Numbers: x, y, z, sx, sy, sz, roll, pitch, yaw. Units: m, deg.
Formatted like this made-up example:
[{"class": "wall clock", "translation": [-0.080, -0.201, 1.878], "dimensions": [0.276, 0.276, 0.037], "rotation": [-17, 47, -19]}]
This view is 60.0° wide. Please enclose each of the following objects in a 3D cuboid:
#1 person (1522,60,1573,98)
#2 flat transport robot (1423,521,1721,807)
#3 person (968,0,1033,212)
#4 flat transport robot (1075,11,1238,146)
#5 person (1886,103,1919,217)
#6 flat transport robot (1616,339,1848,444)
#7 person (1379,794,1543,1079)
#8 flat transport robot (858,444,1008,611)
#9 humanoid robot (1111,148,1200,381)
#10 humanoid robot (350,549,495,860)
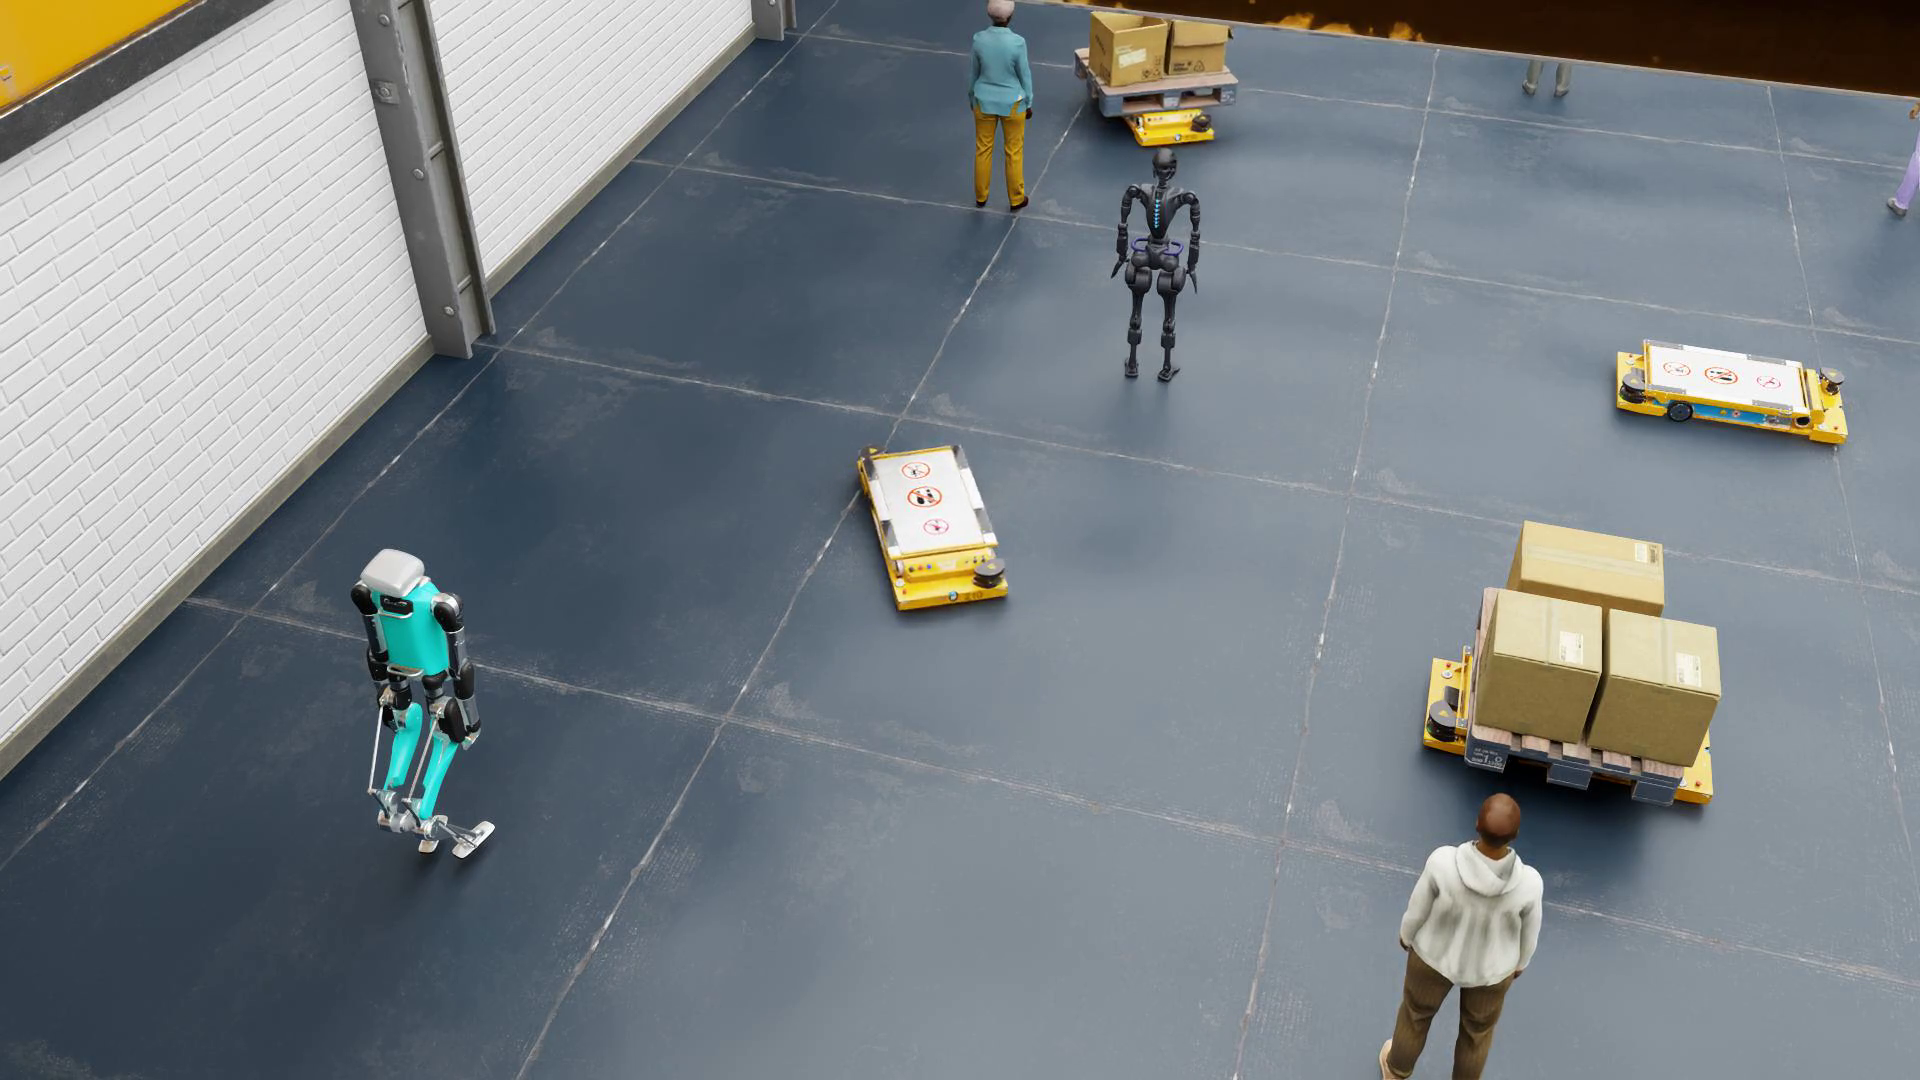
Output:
[{"class": "person", "translation": [5.370, -4.837, 14.763], "dimensions": [0.563, 1.846, 0.391], "rotation": [11, 40, 13]}, {"class": "flat transport robot", "translation": [3.216, 0.963, 8.806], "dimensions": [1.431, 0.231, 0.659], "rotation": [11, 40, 13]}, {"class": "person", "translation": [0.322, -3.426, 13.083], "dimensions": [0.520, 1.751, 0.342], "rotation": [11, 40, 13]}, {"class": "flat transport robot", "translation": [1.739, -3.934, 14.898], "dimensions": [0.659, 0.231, 1.431], "rotation": [-8, 39, -9]}, {"class": "person", "translation": [7.731, -3.362, 12.934], "dimensions": [0.563, 1.838, 0.391], "rotation": [11, 40, 13]}, {"class": "flat transport robot", "translation": [5.212, -1.013, 11.264], "dimensions": [1.431, 0.231, 0.659], "rotation": [11, 40, 13]}, {"class": "person", "translation": [2.022, 1.695, 6.703], "dimensions": [0.517, 1.765, 0.374], "rotation": [11, 40, 13]}, {"class": "flat transport robot", "translation": [-0.188, -0.128, 10.163], "dimensions": [0.659, 0.231, 1.431], "rotation": [-8, 39, -9]}, {"class": "humanoid robot", "translation": [1.310, -1.853, 11.177], "dimensions": [0.599, 1.653, 0.315], "rotation": [11, 40, 13]}, {"class": "humanoid robot", "translation": [-2.542, 0.880, 7.631], "dimensions": [0.533, 1.677, 0.735], "rotation": [11, 40, 13]}]
